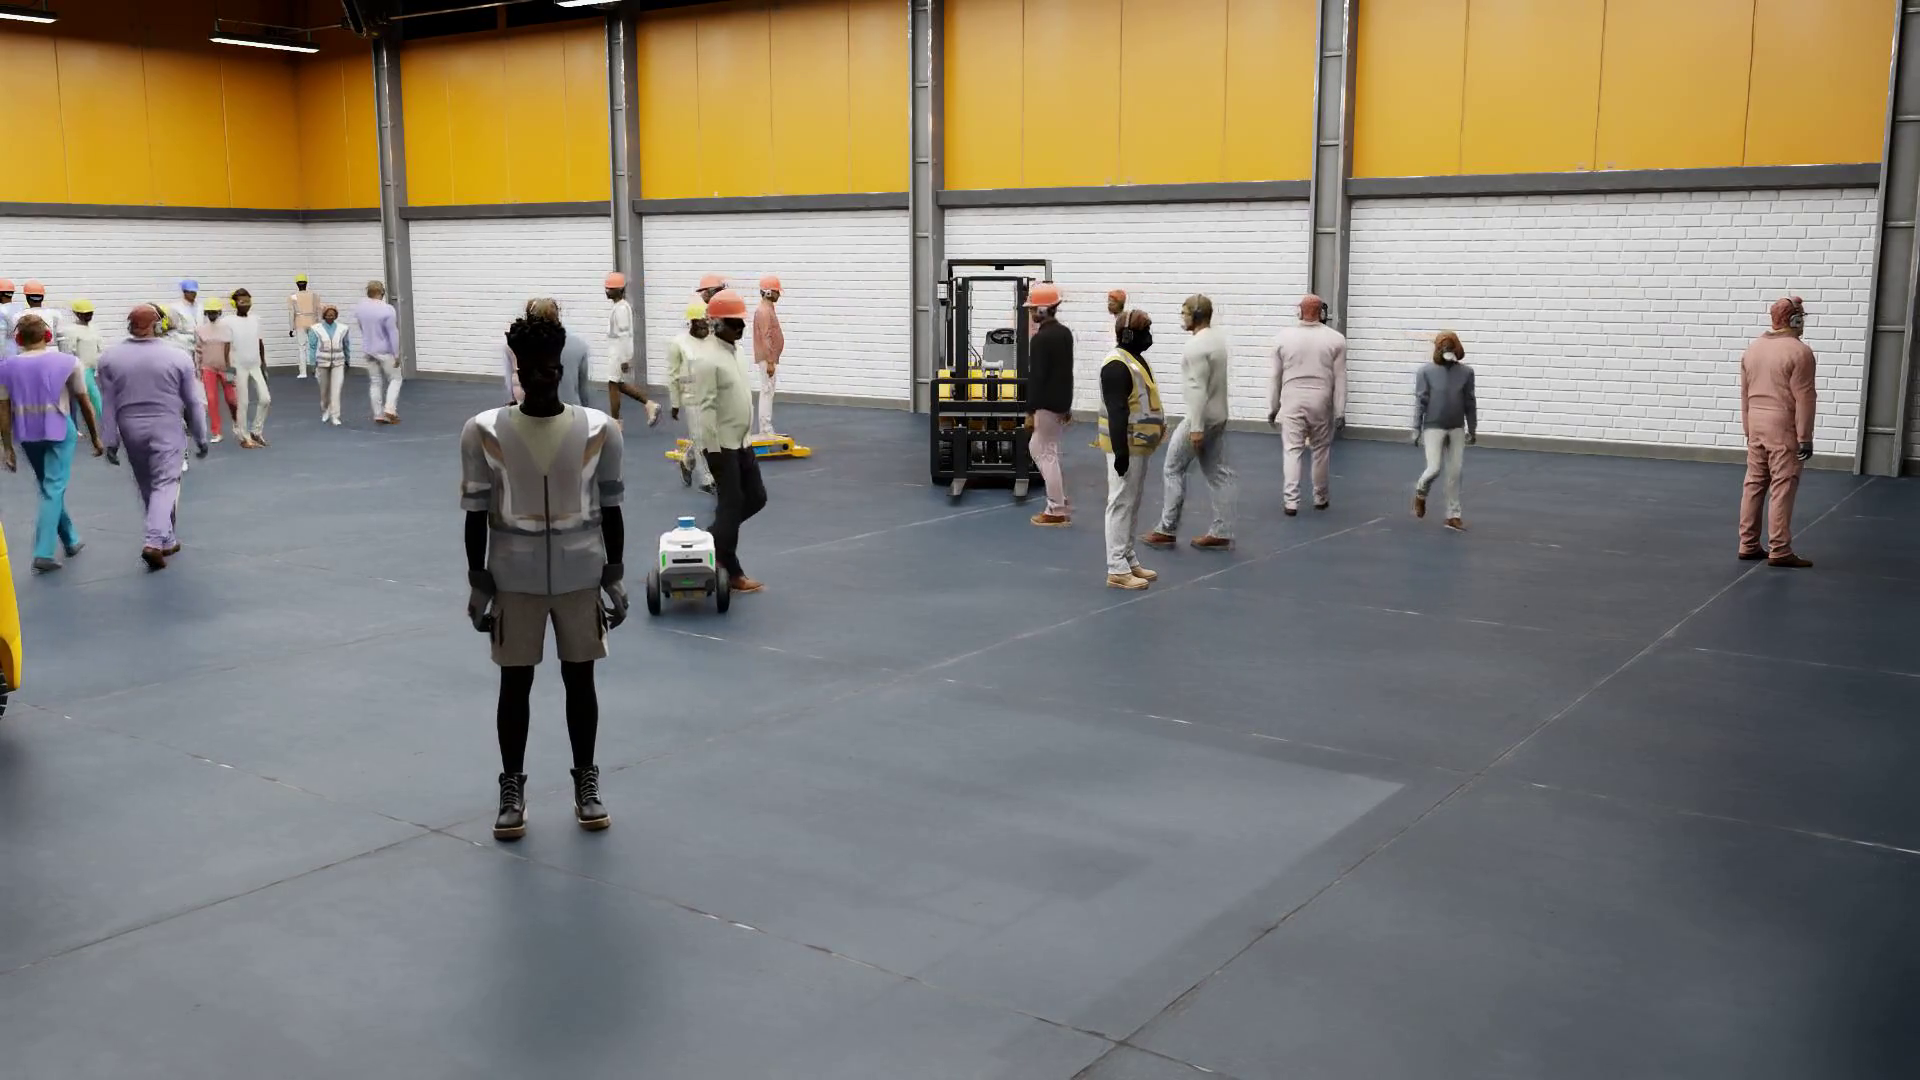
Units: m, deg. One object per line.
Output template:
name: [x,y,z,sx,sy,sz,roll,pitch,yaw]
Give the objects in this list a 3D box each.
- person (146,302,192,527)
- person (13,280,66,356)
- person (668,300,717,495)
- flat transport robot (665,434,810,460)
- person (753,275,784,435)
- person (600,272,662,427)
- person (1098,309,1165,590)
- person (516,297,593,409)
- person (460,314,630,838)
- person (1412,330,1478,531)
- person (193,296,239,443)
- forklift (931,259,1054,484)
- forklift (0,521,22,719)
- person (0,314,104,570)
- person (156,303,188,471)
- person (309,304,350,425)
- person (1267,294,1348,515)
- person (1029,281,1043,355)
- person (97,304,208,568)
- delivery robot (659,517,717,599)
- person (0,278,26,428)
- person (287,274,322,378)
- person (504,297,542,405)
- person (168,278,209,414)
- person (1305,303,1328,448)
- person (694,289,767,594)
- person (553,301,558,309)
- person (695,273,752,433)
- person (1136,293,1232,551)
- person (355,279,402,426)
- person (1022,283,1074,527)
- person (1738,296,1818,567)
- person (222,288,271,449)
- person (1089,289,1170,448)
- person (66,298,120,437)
person: [-6.562,-1.030,13.636,0.522,1.838,0.884,-4,10,-23]
person: [-10.809,-2.080,19.556,0.357,1.938,0.543,9,13,41]
person: [-2.465,-1.342,15.563,0.599,1.808,0.812,-9,13,-42]
flat transport robot: [-2.418,-1.005,18.107,1.431,0.197,0.652,-6,11,-32]
person: [-2.260,-2.139,19.736,0.376,1.995,0.611,-1,10,-7]
person: [-4.191,-2.336,20.825,0.761,2.028,0.618,-1,10,-9]
person: [1.141,-0.605,11.059,0.429,1.843,0.630,3,10,18]
person: [-3.107,-0.962,13.086,0.642,1.894,0.843,-9,13,-42]
person: [-1.553,0.137,6.267,0.609,1.964,0.367,-3,10,-17]
person: [3.887,-0.887,13.389,0.560,1.609,0.450,-1,10,-8]
person: [-8.903,-2.061,20.000,0.526,1.744,0.706,-2,10,-12]
forklift: [0.370,-1.738,16.759,1.214,2.155,2.313,1,10,3]
forklift: [-5.296,-0.090,6.943,1.214,2.155,2.313,7,12,35]
person: [-6.482,-0.701,11.811,0.577,1.784,1.025,-1,10,-6]
person: [-8.177,-1.562,17.077,0.484,1.736,0.308,-2,10,-10]
person: [-8.402,-2.345,22.153,0.530,1.602,0.798,-5,11,-29]
person: [2.977,-1.161,14.287,0.675,1.899,0.622,3,10,15]
person: [1.000,-2.321,21.092,0.404,1.910,0.643,6,11,31]
person: [-5.747,-0.749,11.861,0.657,1.865,0.980,-1,10,-8]
delivery robot: [-1.707,0.099,10.409,0.477,0.478,0.707,-2,10,-9]
person: [-12.288,-2.411,21.531,0.378,1.936,0.548,2,10,11]
person: [-12.070,-3.932,30.647,0.585,1.917,0.381,-7,12,-36]
person: [-3.934,-1.336,15.462,0.662,1.821,0.556,2,10,13]
person: [-10.941,-2.750,23.576,0.734,1.930,0.622,7,12,37]
person: [4.112,-1.915,19.319,0.321,1.689,0.530,2,10,11]
person: [-1.529,-0.636,10.833,0.490,1.977,0.645,3,10,15]
person: [-5.301,-2.242,21.298,0.769,1.660,0.551,-1,10,-7]
person: [-2.699,-1.974,18.678,0.500,2.019,0.639,-2,10,-14]
person: [1.677,-0.872,12.428,0.830,1.910,0.662,5,11,26]
person: [-7.549,-2.440,21.758,0.638,1.925,0.514,3,10,19]
person: [0.694,-1.084,13.499,0.473,1.974,0.655,5,11,27]
person: [5.836,-0.768,11.822,0.407,1.913,0.641,-3,10,-15]
person: [-8.168,-1.955,19.099,0.508,1.840,0.550,8,12,38]
person: [1.961,-1.975,19.234,0.865,1.850,0.619,-3,10,-16]
person: [-10.656,-2.094,20.317,0.925,1.701,0.516,1,10,4]
